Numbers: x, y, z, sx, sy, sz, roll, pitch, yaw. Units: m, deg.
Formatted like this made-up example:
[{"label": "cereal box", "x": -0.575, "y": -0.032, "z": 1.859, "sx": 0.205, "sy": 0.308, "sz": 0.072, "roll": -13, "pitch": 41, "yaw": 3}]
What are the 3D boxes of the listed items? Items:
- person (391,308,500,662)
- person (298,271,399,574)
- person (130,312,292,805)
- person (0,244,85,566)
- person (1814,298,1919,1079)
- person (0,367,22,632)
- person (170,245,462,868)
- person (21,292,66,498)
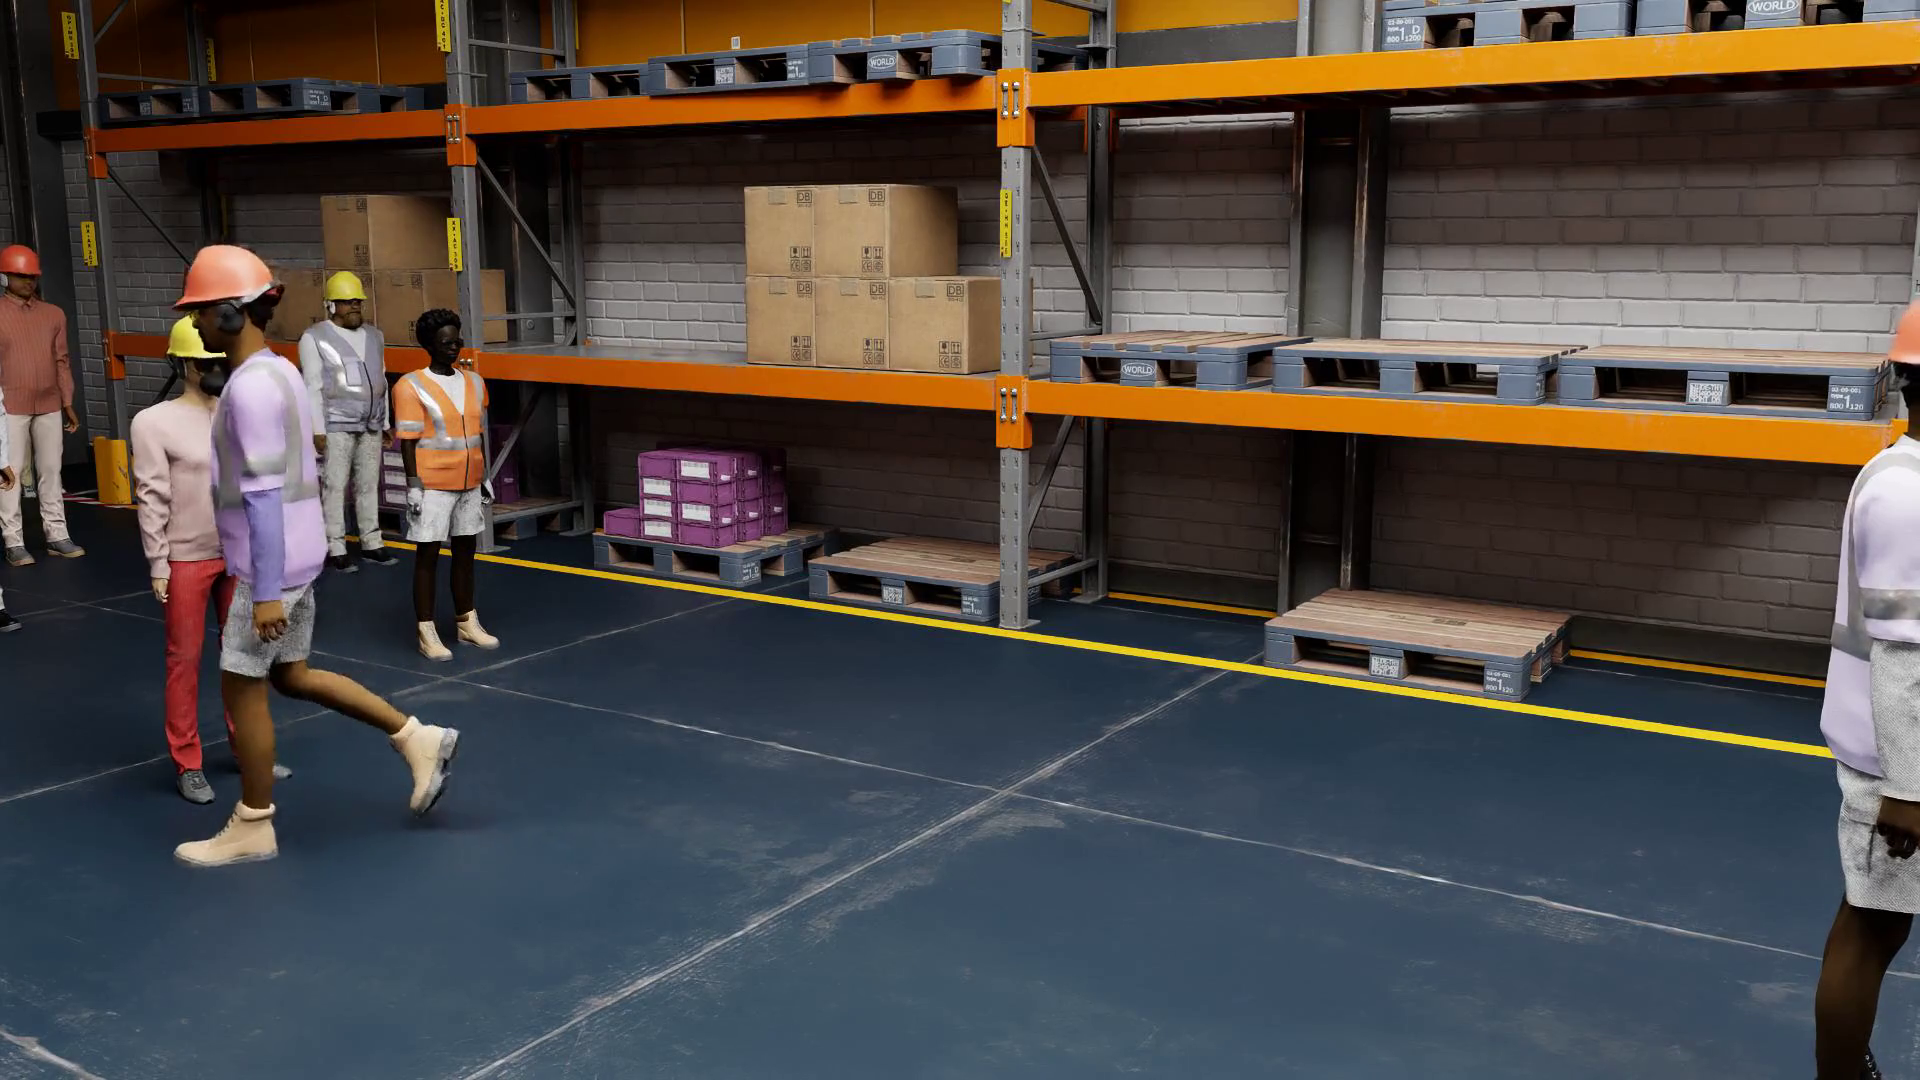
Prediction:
[{"label": "person", "x": -2.493, "y": -0.272, "z": 8.090, "sx": 0.318, "sy": 1.697, "sz": 0.534, "roll": 6, "pitch": 12, "yaw": 31}, {"label": "person", "x": -3.733, "y": -0.724, "z": 10.216, "sx": 0.404, "sy": 1.833, "sz": 0.589, "roll": 6, "pitch": 12, "yaw": 31}, {"label": "person", "x": -2.722, "y": 0.059, "z": 6.067, "sx": 0.309, "sy": 1.769, "sz": 0.524, "roll": 6, "pitch": 12, "yaw": 31}, {"label": "person", "x": -5.859, "y": -0.847, "z": 10.453, "sx": 0.376, "sy": 1.995, "sz": 0.611, "roll": 6, "pitch": 12, "yaw": 31}, {"label": "person", "x": 2.031, "y": 0.430, "z": 3.536, "sx": 0.355, "sy": 1.938, "sz": 0.544, "roll": 6, "pitch": 12, "yaw": 31}, {"label": "person", "x": -5.110, "y": -0.406, "z": 8.453, "sx": 0.404, "sy": 1.833, "sz": 0.589, "roll": 6, "pitch": 12, "yaw": 31}, {"label": "person", "x": -2.137, "y": 0.058, "z": 5.418, "sx": 0.840, "sy": 2.016, "sz": 0.608, "roll": -3, "pitch": 11, "yaw": -17}, {"label": "person", "x": -7.298, "y": -1.138, "z": 13.134, "sx": 0.403, "sy": 1.613, "sz": 0.504, "roll": 8, "pitch": 13, "yaw": 36}]
